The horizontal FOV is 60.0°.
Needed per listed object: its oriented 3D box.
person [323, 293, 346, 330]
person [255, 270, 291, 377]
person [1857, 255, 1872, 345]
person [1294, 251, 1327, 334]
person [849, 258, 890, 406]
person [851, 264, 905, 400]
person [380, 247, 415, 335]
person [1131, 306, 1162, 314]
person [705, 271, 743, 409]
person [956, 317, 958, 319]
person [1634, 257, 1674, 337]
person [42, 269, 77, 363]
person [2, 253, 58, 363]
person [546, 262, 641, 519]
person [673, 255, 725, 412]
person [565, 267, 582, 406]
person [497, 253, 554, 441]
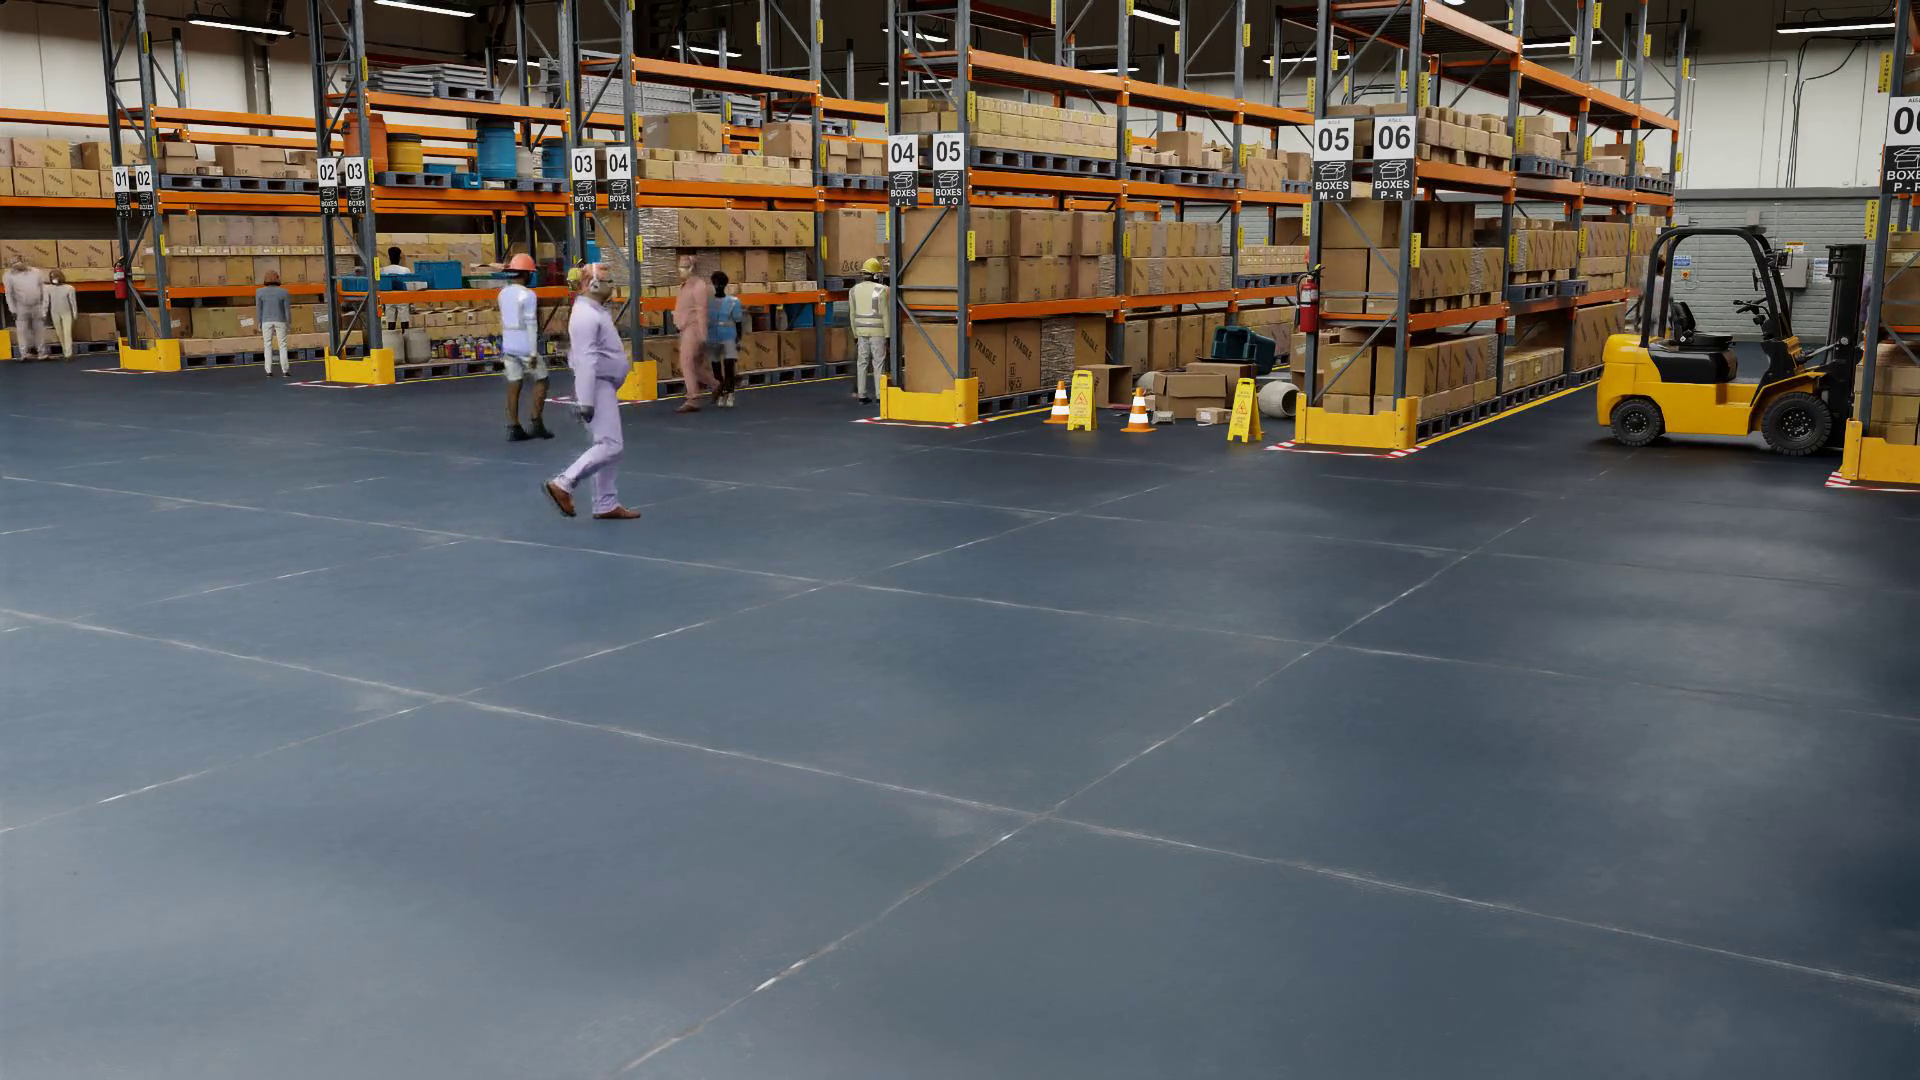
[{"bbox_3d":[-11.622,-4.449,31.098,0.582,1.867,0.690,7,12,35],"label":"person"},{"bbox_3d":[-10.400,-3.279,25.224,0.493,1.624,0.280,-3,11,-19],"label":"person"},{"bbox_3d":[12.777,-3.175,23.824,0.587,1.921,0.399,5,11,26],"label":"person"},{"bbox_3d":[4.976,-3.137,23.546,0.543,1.939,0.362,8,13,39],"label":"person"},{"bbox_3d":[-1.093,-2.594,20.800,0.587,1.833,0.404,6,12,30],"label":"person"},{"bbox_3d":[-1.047,-2.708,21.585,0.541,1.801,0.746,8,13,37],"label":"person"},{"bbox_3d":[-9.900,-4.172,29.266,0.604,1.966,0.367,0,10,1],"label":"person"},{"bbox_3d":[3.188,-3.977,28.464,0.603,1.867,1.033,4,11,22],"label":"person"},{"bbox_3d":[-2.946,-2.421,20.267,0.544,1.672,0.707,1,10,4],"label":"person"},{"bbox_3d":[0.193,-3.021,22.644,0.606,2.035,0.403,6,12,30],"label":"person"},{"bbox_3d":[10.360,-3.295,24.785,0.553,1.822,0.992,6,12,31],"label":"person"},{"bbox_3d":[-15.306,-3.822,28.346,0.497,1.590,0.798,-1,10,-7],"label":"person"},{"bbox_3d":[-15.775,-3.942,28.280,0.410,1.865,0.802,8,13,36],"label":"person"},{"bbox_3d":[-2.668,-1.062,12.064,0.563,1.890,0.650,-2,10,-10],"label":"person"},{"bbox_3d":[-3.172,-2.481,20.011,0.589,1.885,0.662,-4,11,-23],"label":"person"},{"bbox_3d":[-4.681,-2.512,20.639,0.381,1.722,0.483,-5,11,-24],"label":"person"},{"bbox_3d":[-4.452,-1.971,17.090,0.544,1.919,0.577,6,12,31],"label":"person"}]
